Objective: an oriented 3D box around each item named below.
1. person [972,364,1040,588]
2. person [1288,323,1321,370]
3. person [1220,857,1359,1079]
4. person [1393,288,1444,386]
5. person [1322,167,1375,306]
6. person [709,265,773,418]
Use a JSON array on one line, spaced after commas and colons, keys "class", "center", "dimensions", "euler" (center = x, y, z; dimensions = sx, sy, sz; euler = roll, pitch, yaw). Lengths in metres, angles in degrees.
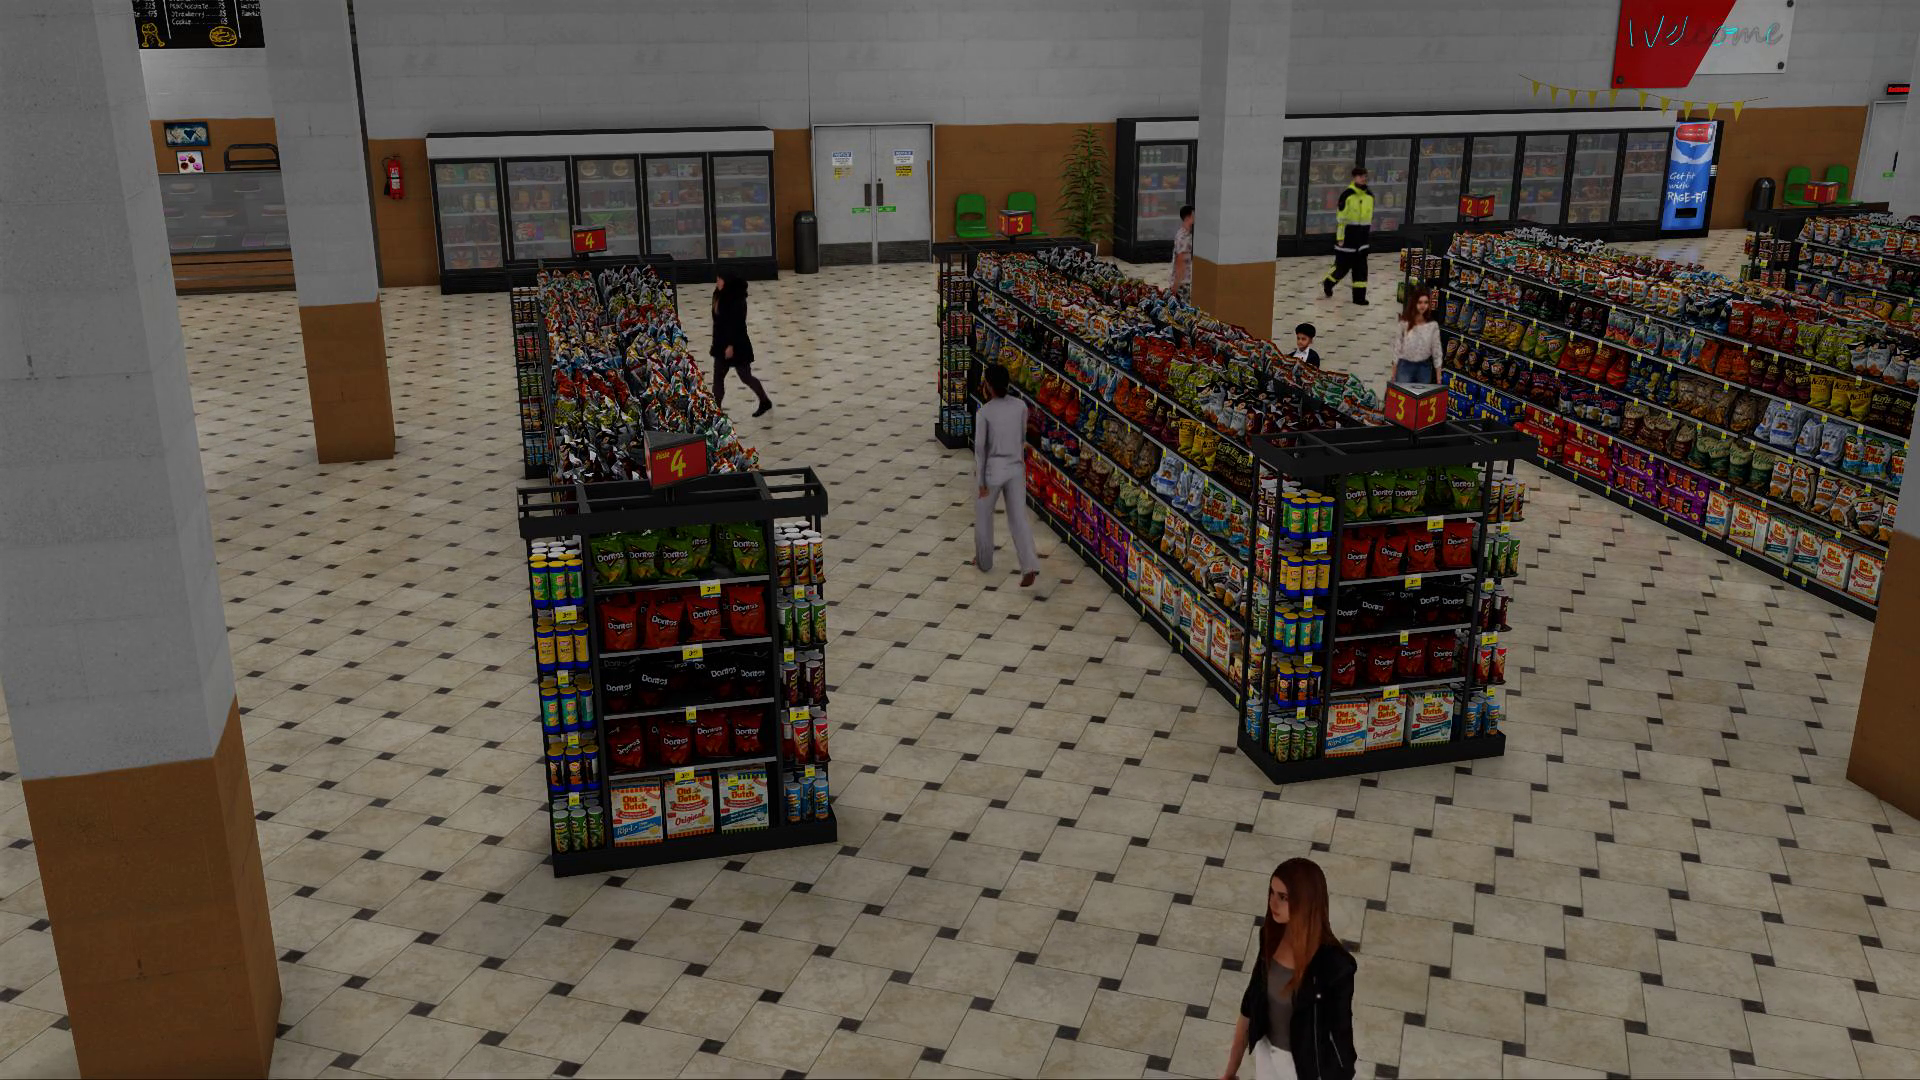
[{"class": "person", "center": [0.367, -0.470, 12.806], "dimensions": [0.693, 1.699, 1.156], "euler": [-7, 20, -19]}, {"class": "person", "center": [3.480, -1.596, 16.890], "dimensions": [0.572, 1.223, 0.637], "euler": [12, 22, 31]}, {"class": "person", "center": [1.244, 1.875, 5.875], "dimensions": [0.797, 1.684, 0.805], "euler": [-10, 21, -28]}, {"class": "person", "center": [4.404, -1.607, 16.210], "dimensions": [0.863, 1.679, 1.206], "euler": [1, 19, 2]}, {"class": "person", "center": [5.646, -4.404, 24.073], "dimensions": [0.878, 1.954, 1.167], "euler": [-8, 20, -23]}, {"class": "person", "center": [-2.335, -2.060, 17.609], "dimensions": [0.951, 1.644, 1.092], "euler": [-12, 22, -33]}]
